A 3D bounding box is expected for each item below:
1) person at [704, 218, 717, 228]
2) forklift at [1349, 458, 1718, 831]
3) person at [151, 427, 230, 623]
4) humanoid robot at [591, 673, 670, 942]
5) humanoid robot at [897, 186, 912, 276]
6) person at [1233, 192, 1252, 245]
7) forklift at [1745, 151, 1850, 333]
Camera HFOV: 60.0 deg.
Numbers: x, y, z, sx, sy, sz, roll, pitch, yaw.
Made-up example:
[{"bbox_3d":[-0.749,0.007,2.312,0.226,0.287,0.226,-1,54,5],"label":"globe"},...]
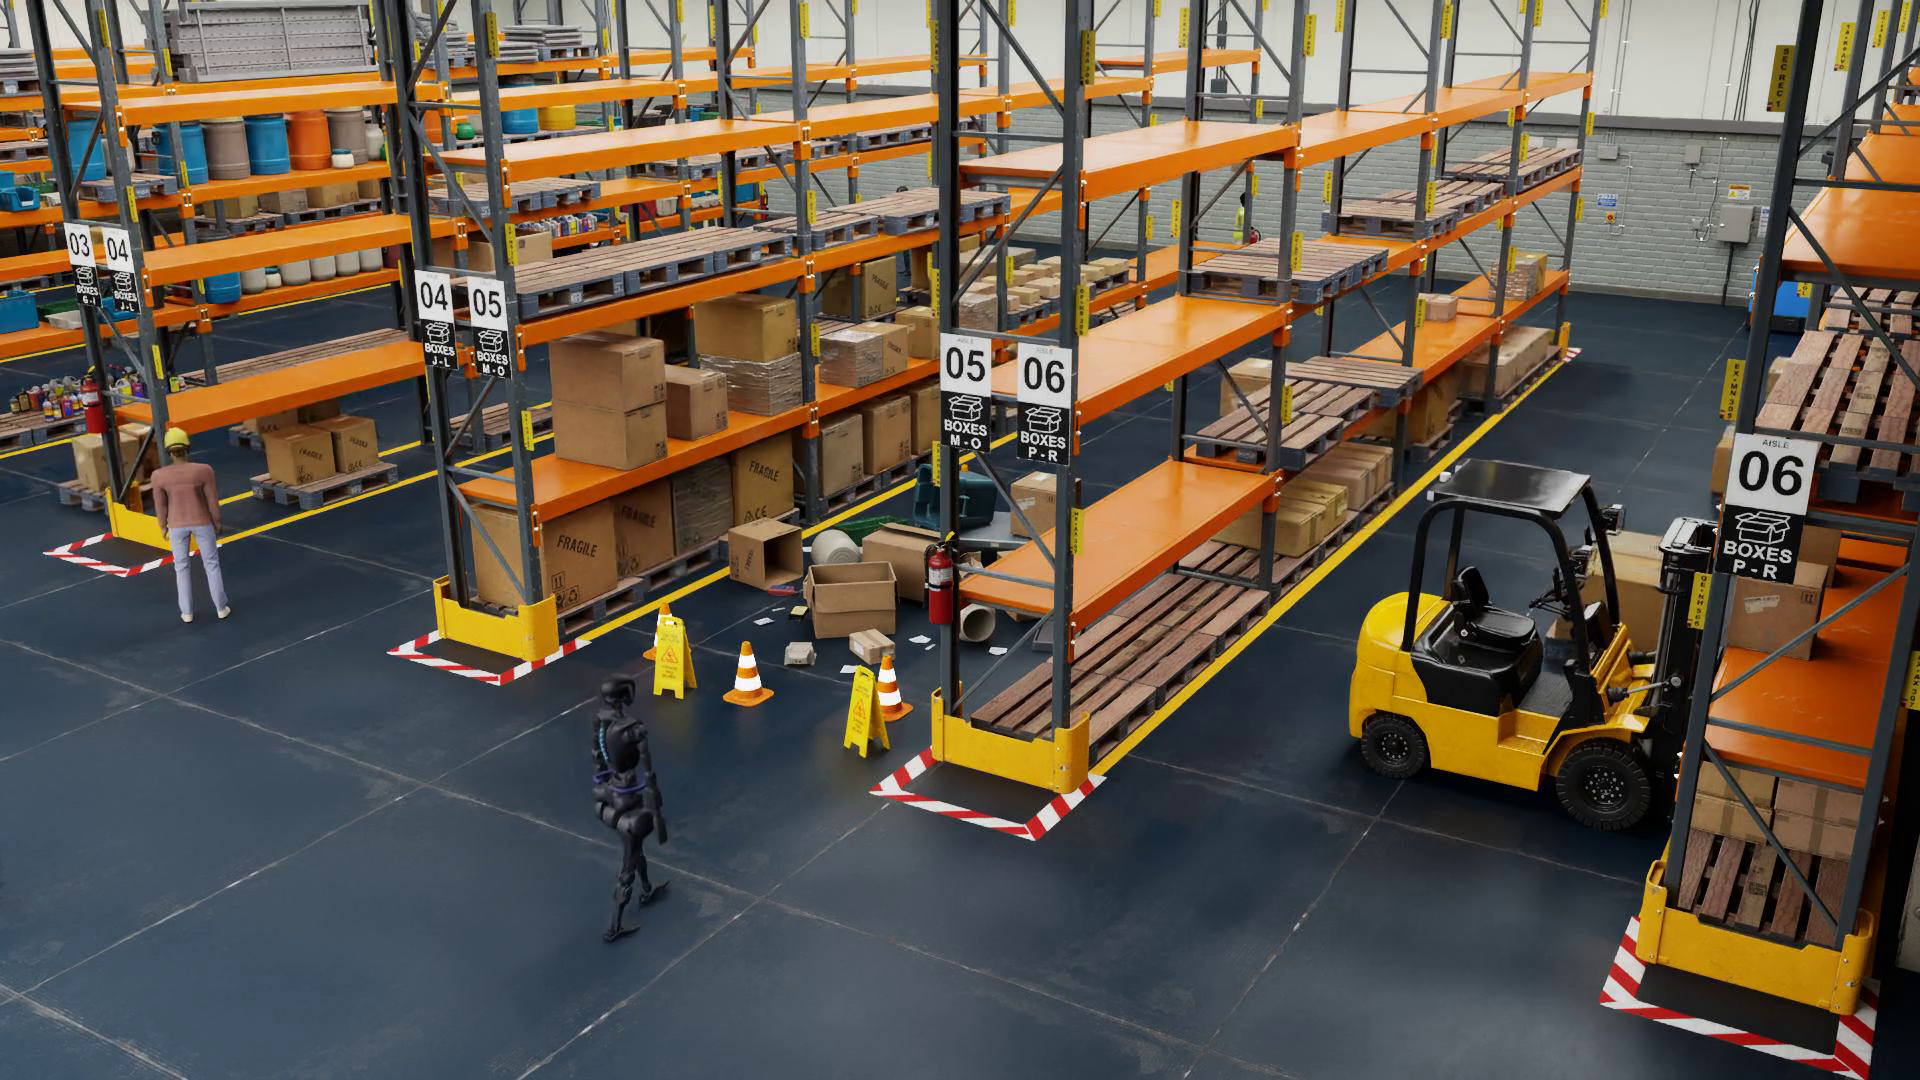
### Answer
[{"bbox_3d":[-5.241,-7.062,34.865,0.489,1.688,0.351,-6,20,-18],"label":"person"},{"bbox_3d":[3.988,0.658,11.776,2.313,2.155,1.214,11,22,29],"label":"forklift"},{"bbox_3d":[-6.818,-0.135,14.733,0.522,1.761,0.344,-7,20,-18],"label":"person"},{"bbox_3d":[-1.969,1.553,9.993,0.601,1.635,0.658,16,24,38],"label":"humanoid robot"},{"bbox_3d":[-1.056,-5.810,31.236,0.315,1.657,0.599,-2,19,-7],"label":"humanoid robot"},{"bbox_3d":[5.155,-5.508,30.368,0.319,1.687,0.537,-1,19,-3],"label":"person"},{"bbox_3d":[13.620,-4.667,26.137,1.873,2.768,1.129,11,22,29],"label":"forklift"}]
